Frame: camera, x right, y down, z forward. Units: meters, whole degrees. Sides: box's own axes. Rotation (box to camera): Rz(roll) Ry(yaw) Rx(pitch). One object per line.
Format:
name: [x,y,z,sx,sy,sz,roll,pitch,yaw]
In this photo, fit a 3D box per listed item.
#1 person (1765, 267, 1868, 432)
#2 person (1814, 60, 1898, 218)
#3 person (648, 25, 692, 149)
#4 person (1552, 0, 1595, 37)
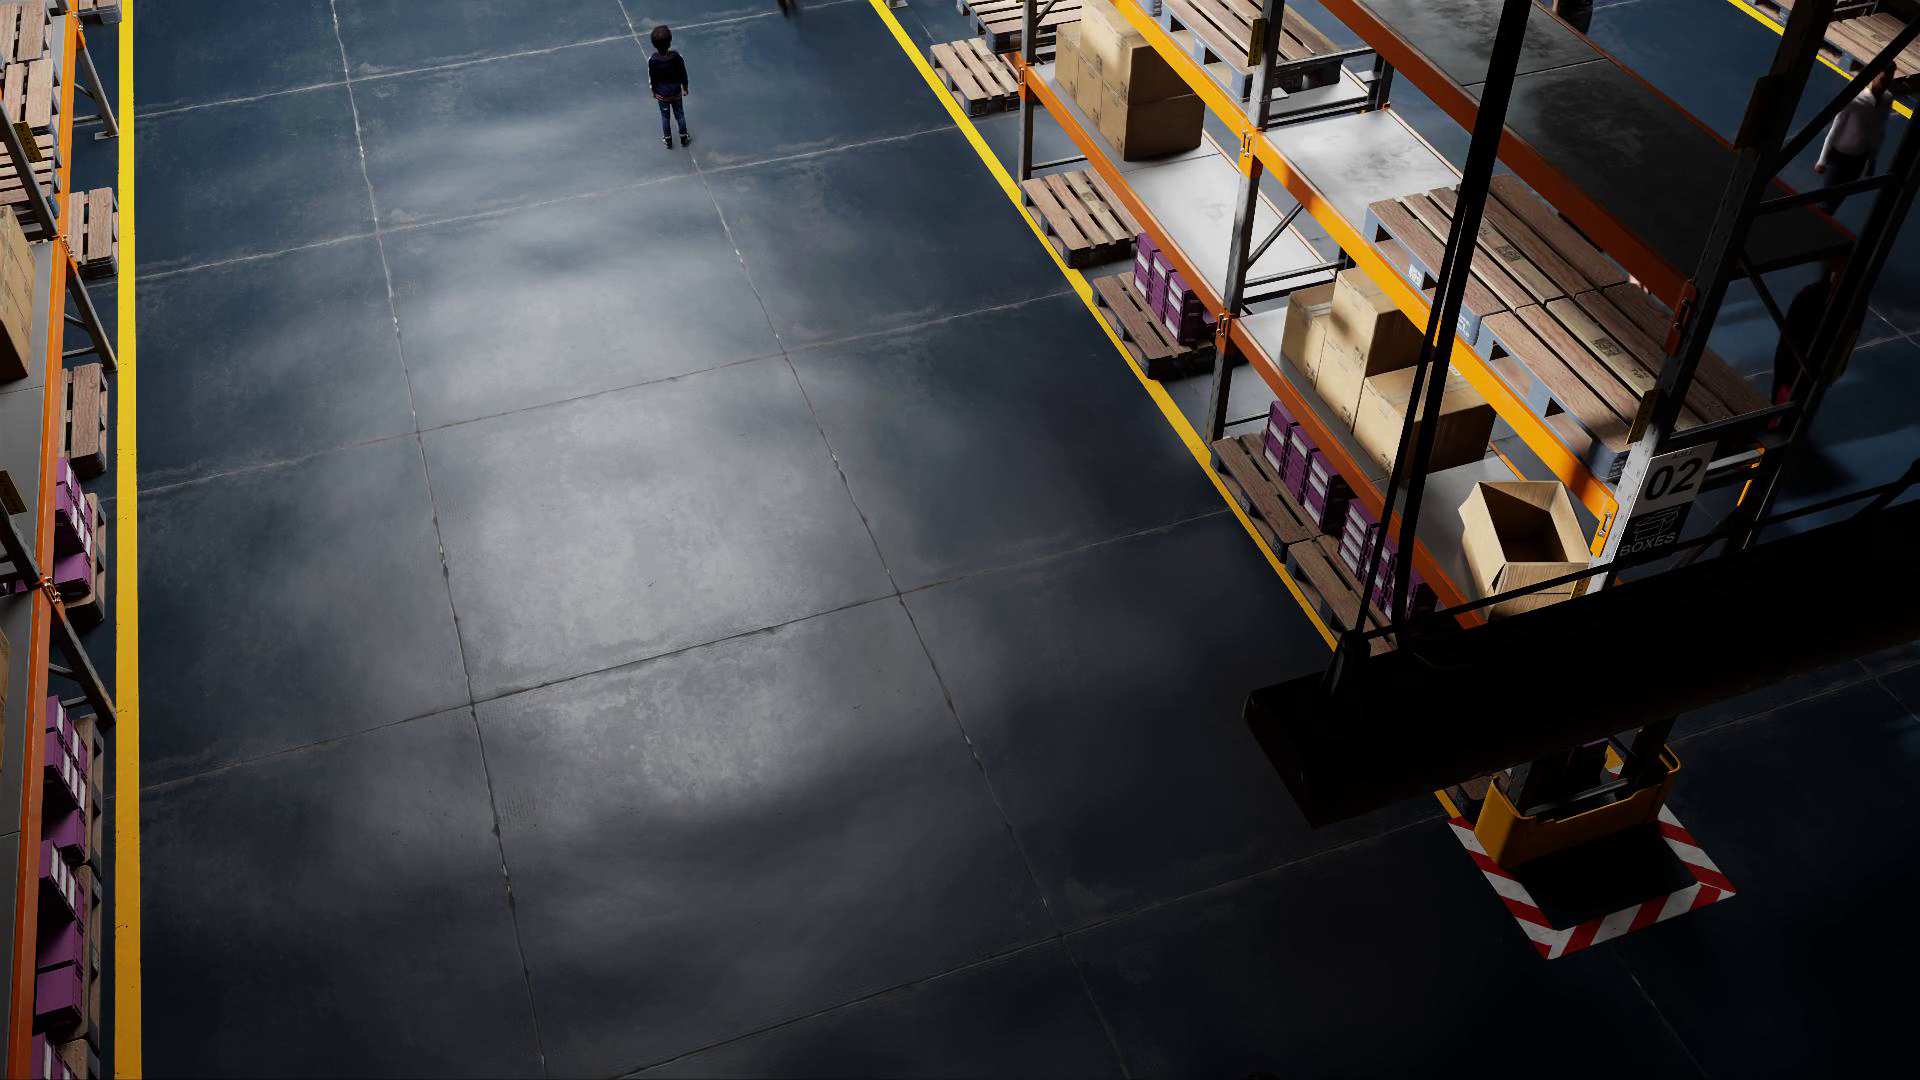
person: [6.359,-1.403,12.438,1.001,1.733,1.141,10,45,10]
person: [7.628,-3.353,14.393,0.654,1.859,0.667,-9,44,-9]
person: [-2.788,-4.328,15.880,0.550,1.221,0.521,-7,44,-7]
person: [6.080,-5.324,16.604,0.879,1.664,1.130,3,44,3]
